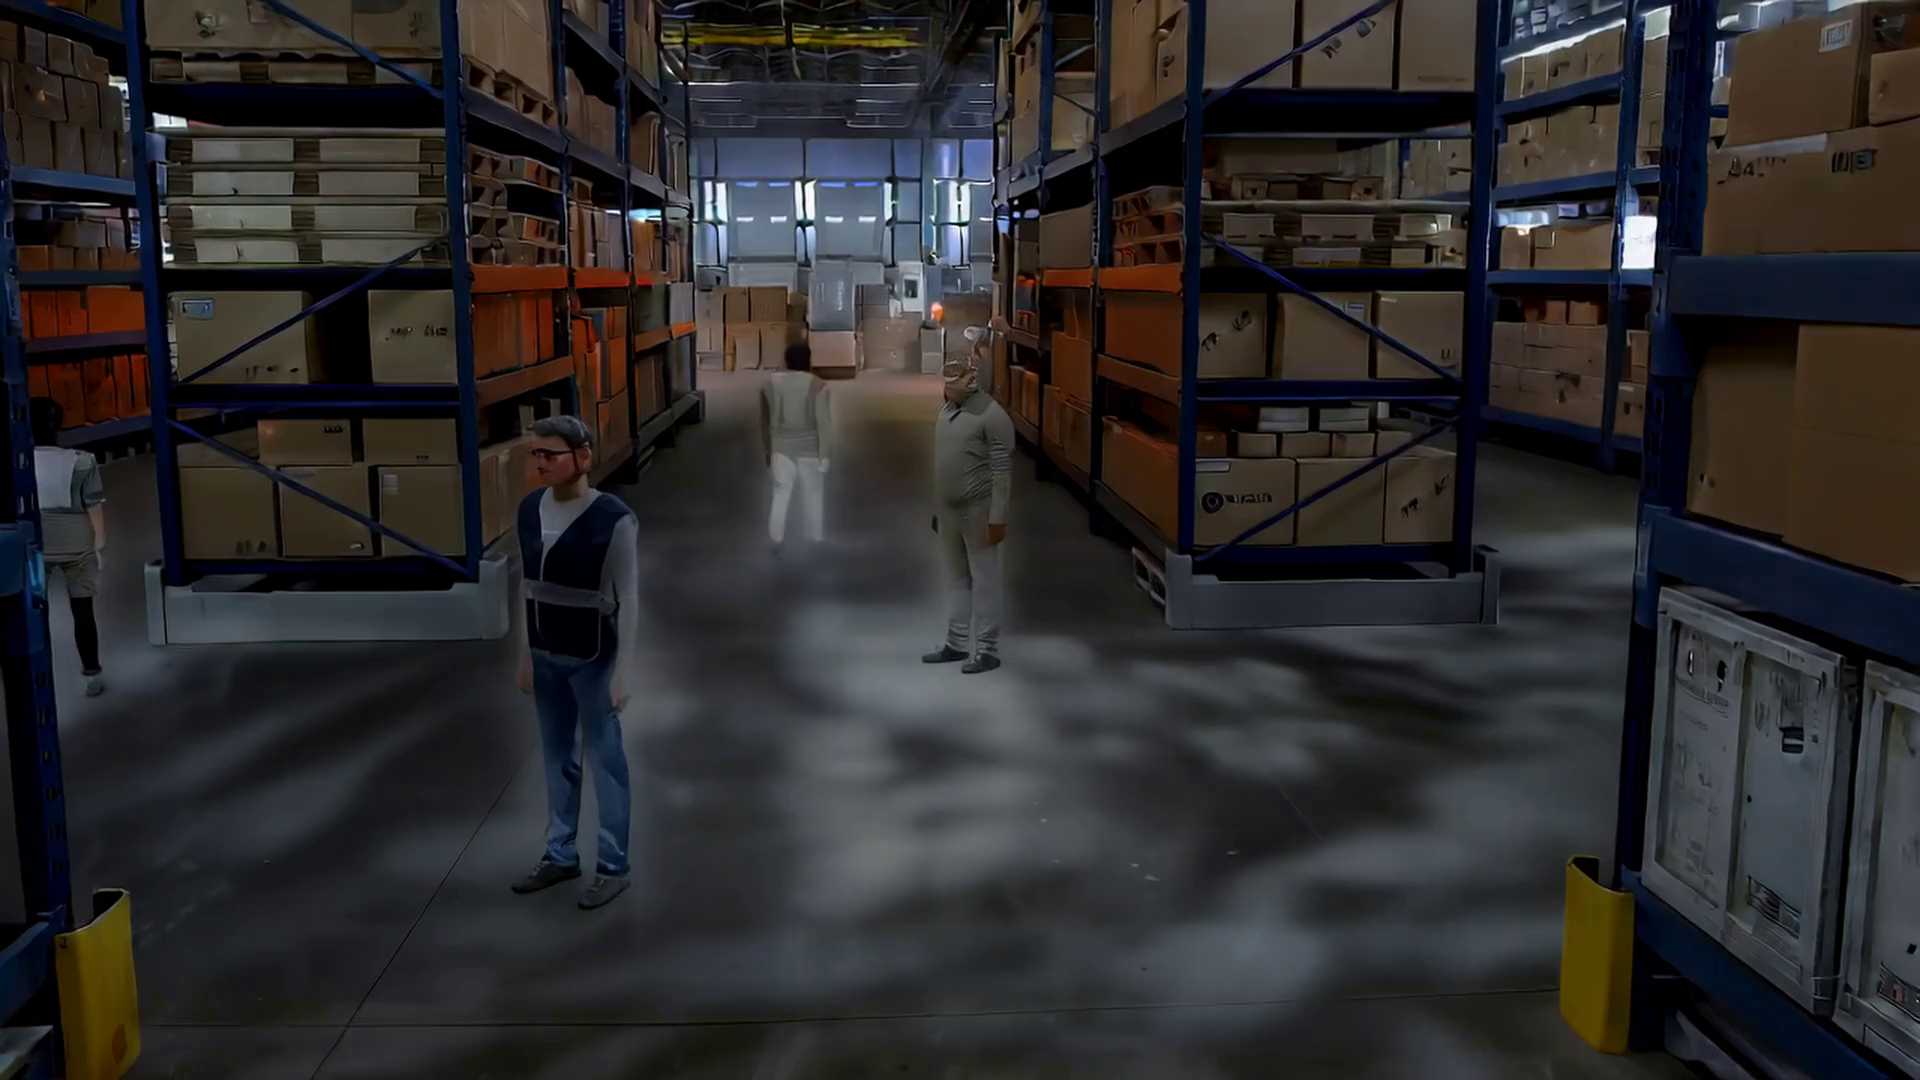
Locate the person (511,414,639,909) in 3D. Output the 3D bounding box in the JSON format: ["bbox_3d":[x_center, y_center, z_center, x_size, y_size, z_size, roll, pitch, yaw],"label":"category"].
[{"bbox_3d":[-1.436,0.446,6.266,0.563,1.847,0.390,5,11,31],"label":"person"}]

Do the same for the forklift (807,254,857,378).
[{"bbox_3d":[-2.942,-5.145,38.138,1.129,2.768,1.873,-1,9,-4],"label":"forklift"}]

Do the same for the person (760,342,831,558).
[{"bbox_3d":[-1.384,-0.754,13.955,0.637,1.805,0.939,2,9,14],"label":"person"}]

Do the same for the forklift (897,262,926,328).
[{"bbox_3d":[-1.780,-8.547,59.499,1.129,2.768,1.873,-1,9,-4],"label":"forklift"}]

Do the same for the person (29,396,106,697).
[{"bbox_3d":[-5.021,0.051,9.232,0.529,1.692,0.320,-5,10,-29],"label":"person"}]

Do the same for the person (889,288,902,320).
[{"bbox_3d":[-2.298,-7.826,57.971,0.636,1.928,0.380,4,10,23],"label":"person"}]

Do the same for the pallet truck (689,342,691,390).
[{"bbox_3d":[-5.225,-3.008,27.480,1.885,1.965,0.823,2,9,14],"label":"pallet truck"}]

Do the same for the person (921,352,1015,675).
[{"bbox_3d":[0.033,-0.160,9.898,0.401,1.904,0.641,-7,11,-36],"label":"person"}]
